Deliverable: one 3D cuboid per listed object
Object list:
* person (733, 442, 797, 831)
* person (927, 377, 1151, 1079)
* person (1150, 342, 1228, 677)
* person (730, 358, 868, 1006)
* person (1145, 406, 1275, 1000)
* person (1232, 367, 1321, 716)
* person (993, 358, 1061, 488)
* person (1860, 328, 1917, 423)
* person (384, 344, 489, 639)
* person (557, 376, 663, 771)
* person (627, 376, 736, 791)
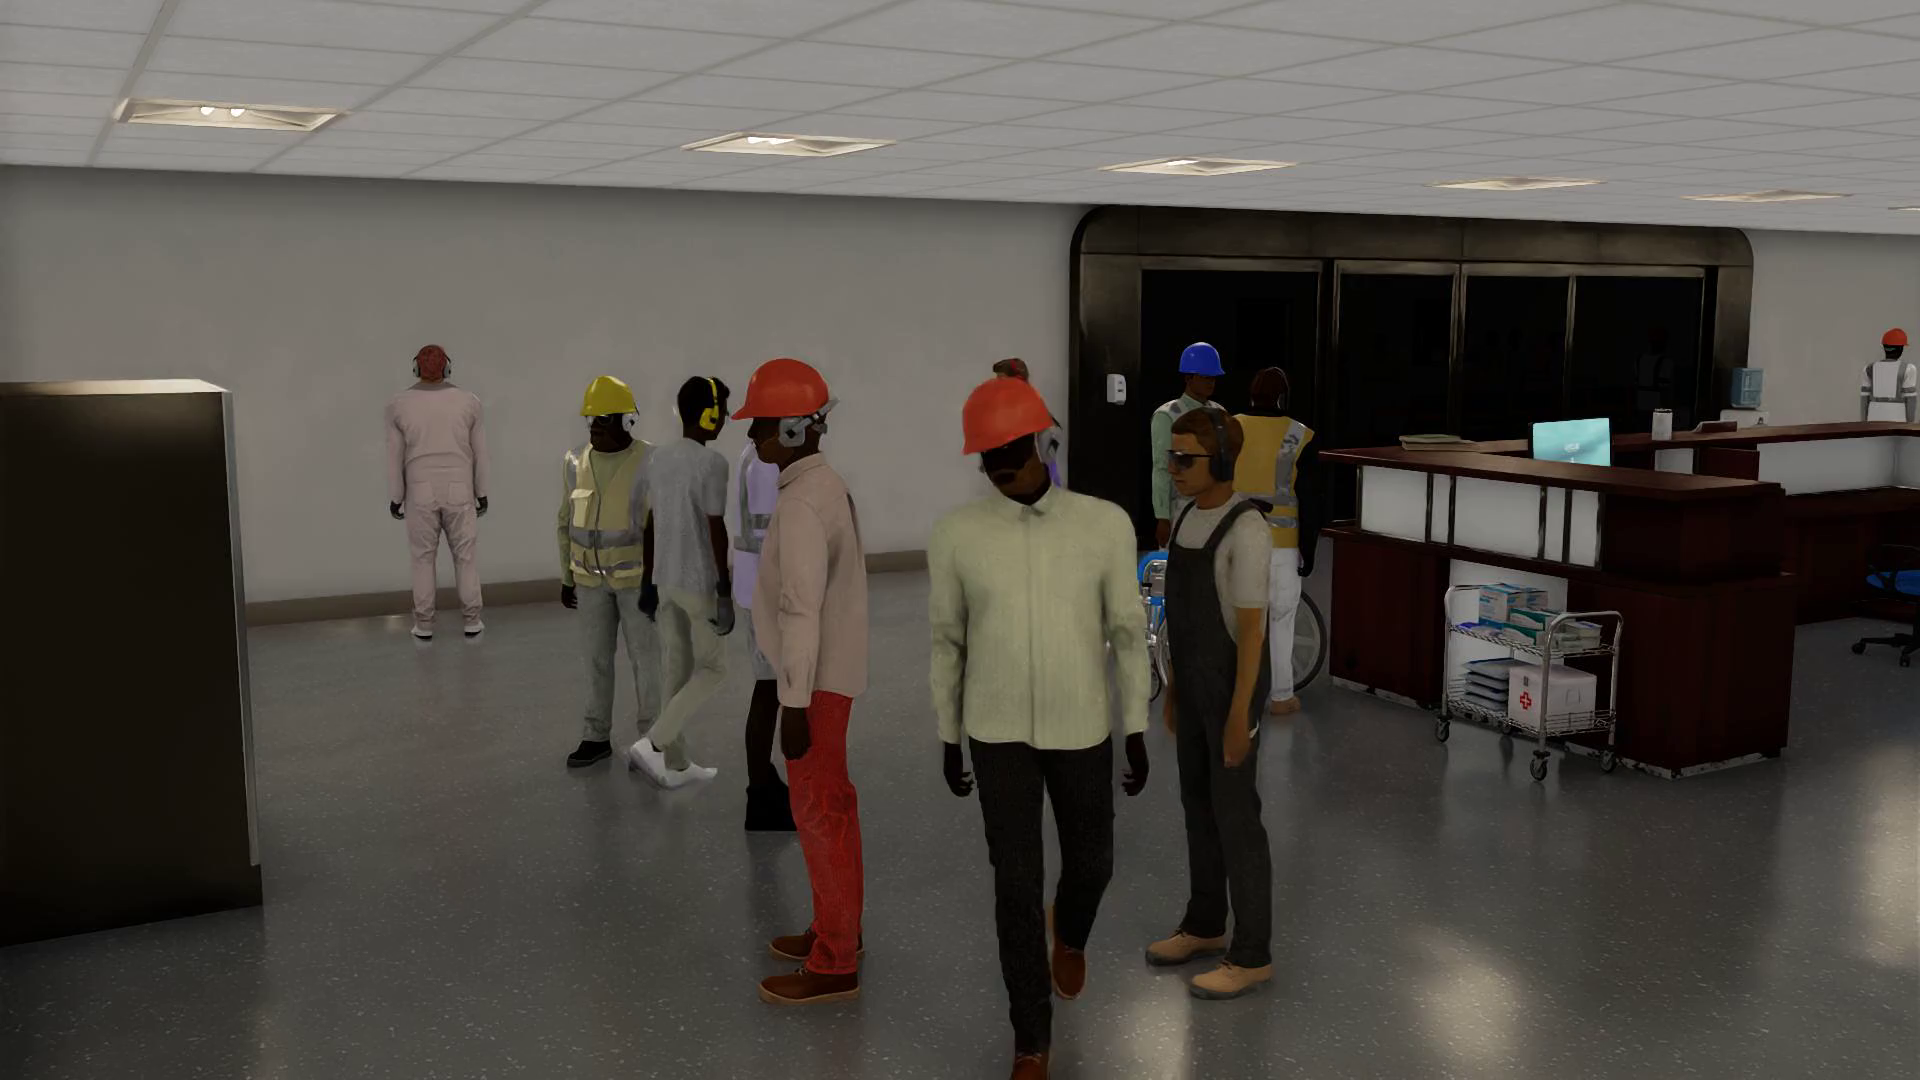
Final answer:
[{"bbox_3d":[-0.744,0.225,6.872,0.384,1.929,0.547,-1,8,-7],"label":"person"},{"bbox_3d":[0.218,0.518,4.723,0.633,1.956,0.787,0,8,0],"label":"person"},{"bbox_3d":[1.342,-0.161,9.572,0.615,1.945,0.406,-7,11,-42],"label":"person"},{"bbox_3d":[-0.492,0.431,5.178,0.415,1.985,0.611,0,8,0],"label":"person"},{"bbox_3d":[0.793,0.499,5.219,0.345,1.838,0.502,-3,8,-21],"label":"person"},{"bbox_3d":[1.601,0.010,8.766,0.626,1.837,0.429,5,9,30],"label":"person"},{"bbox_3d":[0.445,-0.301,11.065,0.433,1.827,0.581,-1,8,-6],"label":"person"},{"bbox_3d":[9.754,-1.247,17.475,0.365,1.939,0.542,-6,10,-38],"label":"person"},{"bbox_3d":[-3.388,-0.312,10.813,0.636,1.911,0.406,-3,8,-20],"label":"person"},{"bbox_3d":[-1.590,0.157,7.690,0.600,1.829,0.404,2,8,15],"label":"person"},{"bbox_3d":[-1.228,0.213,7.241,0.591,1.848,0.505,6,10,37],"label":"person"}]
